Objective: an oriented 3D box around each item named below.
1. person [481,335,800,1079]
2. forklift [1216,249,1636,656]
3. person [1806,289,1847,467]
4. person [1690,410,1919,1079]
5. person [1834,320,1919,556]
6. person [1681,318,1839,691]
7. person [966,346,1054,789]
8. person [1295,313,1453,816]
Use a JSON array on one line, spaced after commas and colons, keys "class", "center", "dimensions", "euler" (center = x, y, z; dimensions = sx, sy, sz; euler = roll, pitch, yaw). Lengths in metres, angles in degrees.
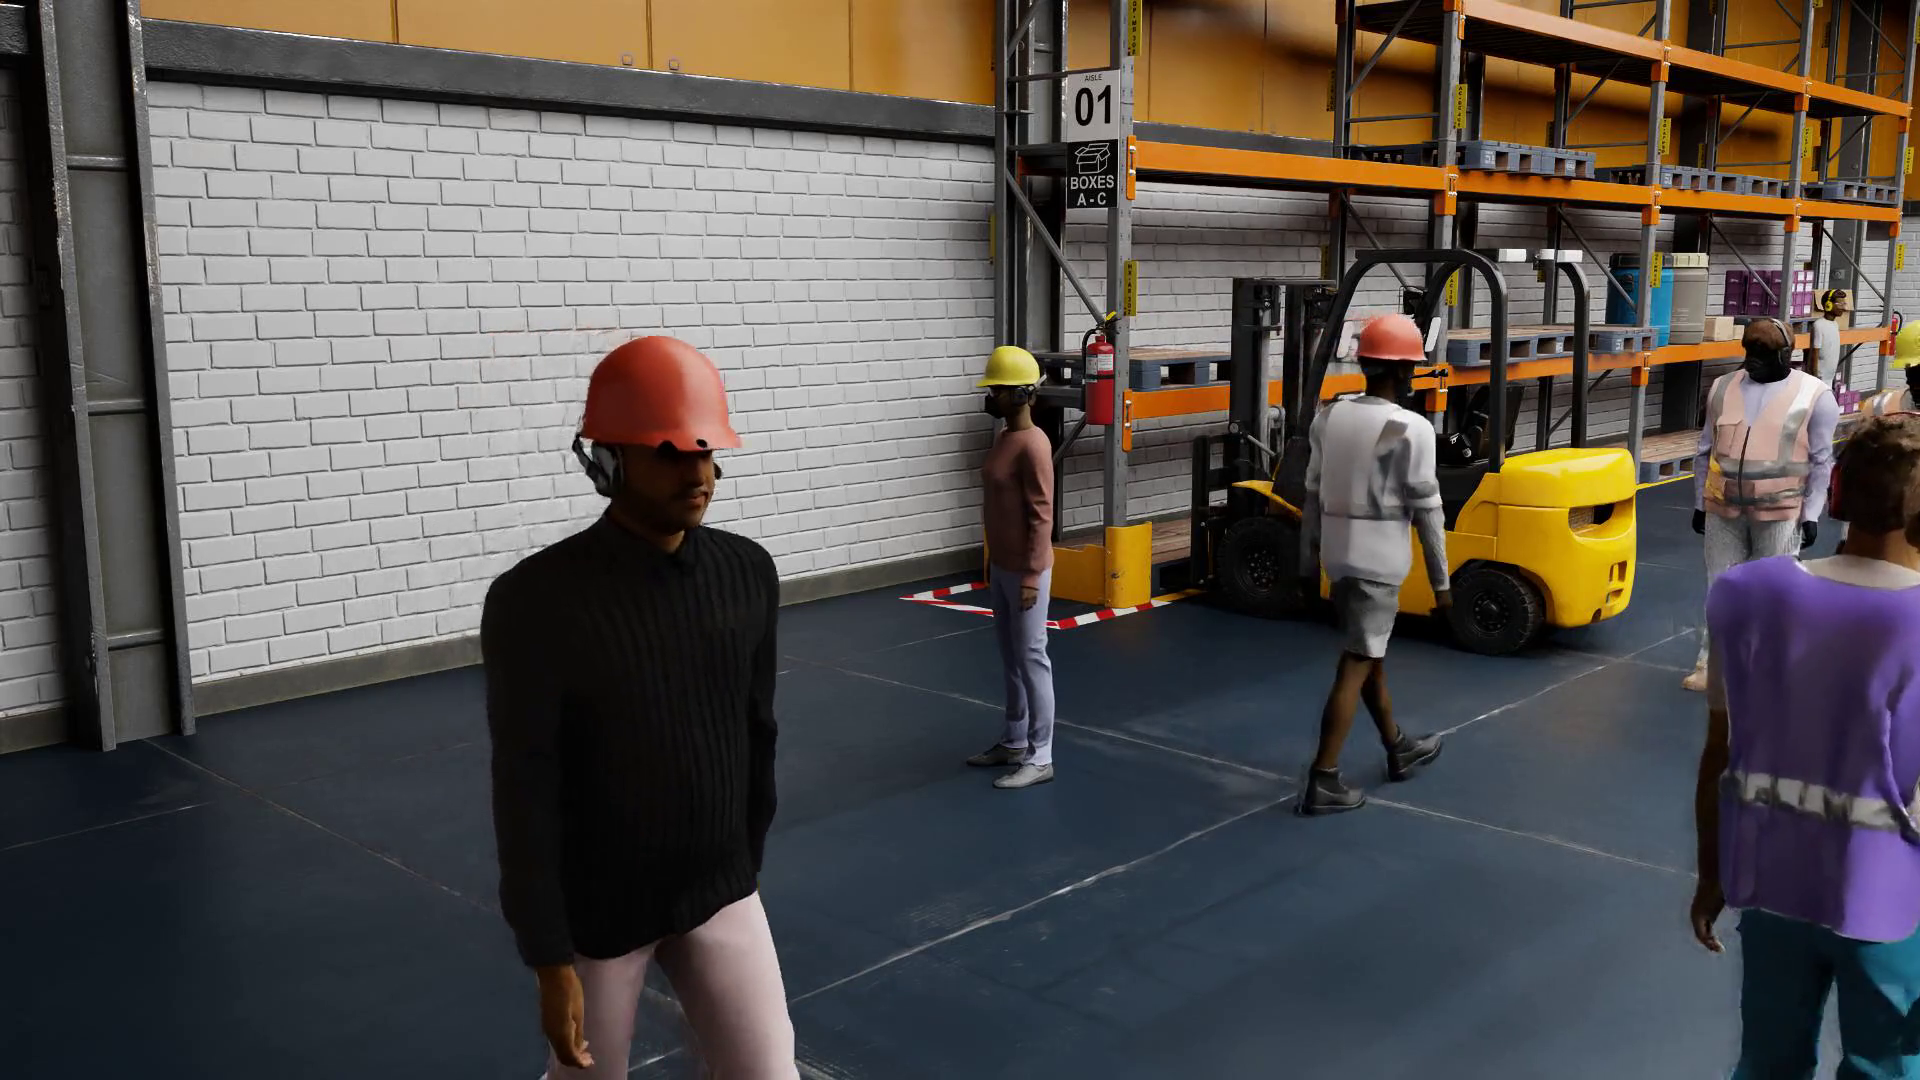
[{"class": "person", "center": [-0.468, 0.641, 2.852], "dimensions": [0.630, 1.950, 0.979], "euler": [-8, 12, -41]}, {"class": "forklift", "center": [2.710, -0.584, 9.626], "dimensions": [2.313, 2.155, 1.214], "euler": [9, 13, 43]}, {"class": "person", "center": [8.987, -1.667, 17.302], "dimensions": [0.514, 1.861, 0.320], "euler": [-8, 12, -40]}, {"class": "person", "center": [1.588, 0.676, 3.018], "dimensions": [0.535, 1.827, 0.583], "euler": [-8, 12, -39]}, {"class": "person", "center": [4.205, -0.031, 7.269], "dimensions": [0.972, 1.868, 0.576], "euler": [-7, 11, -36]}, {"class": "person", "center": [3.827, -0.141, 8.008], "dimensions": [0.430, 1.838, 0.619], "euler": [-9, 13, -43]}, {"class": "person", "center": [0.211, 0.108, 6.690], "dimensions": [0.311, 1.768, 0.532], "euler": [-3, 10, -17]}, {"class": "person", "center": [1.660, 0.087, 6.423], "dimensions": [0.946, 1.890, 0.568], "euler": [-6, 11, -32]}]
